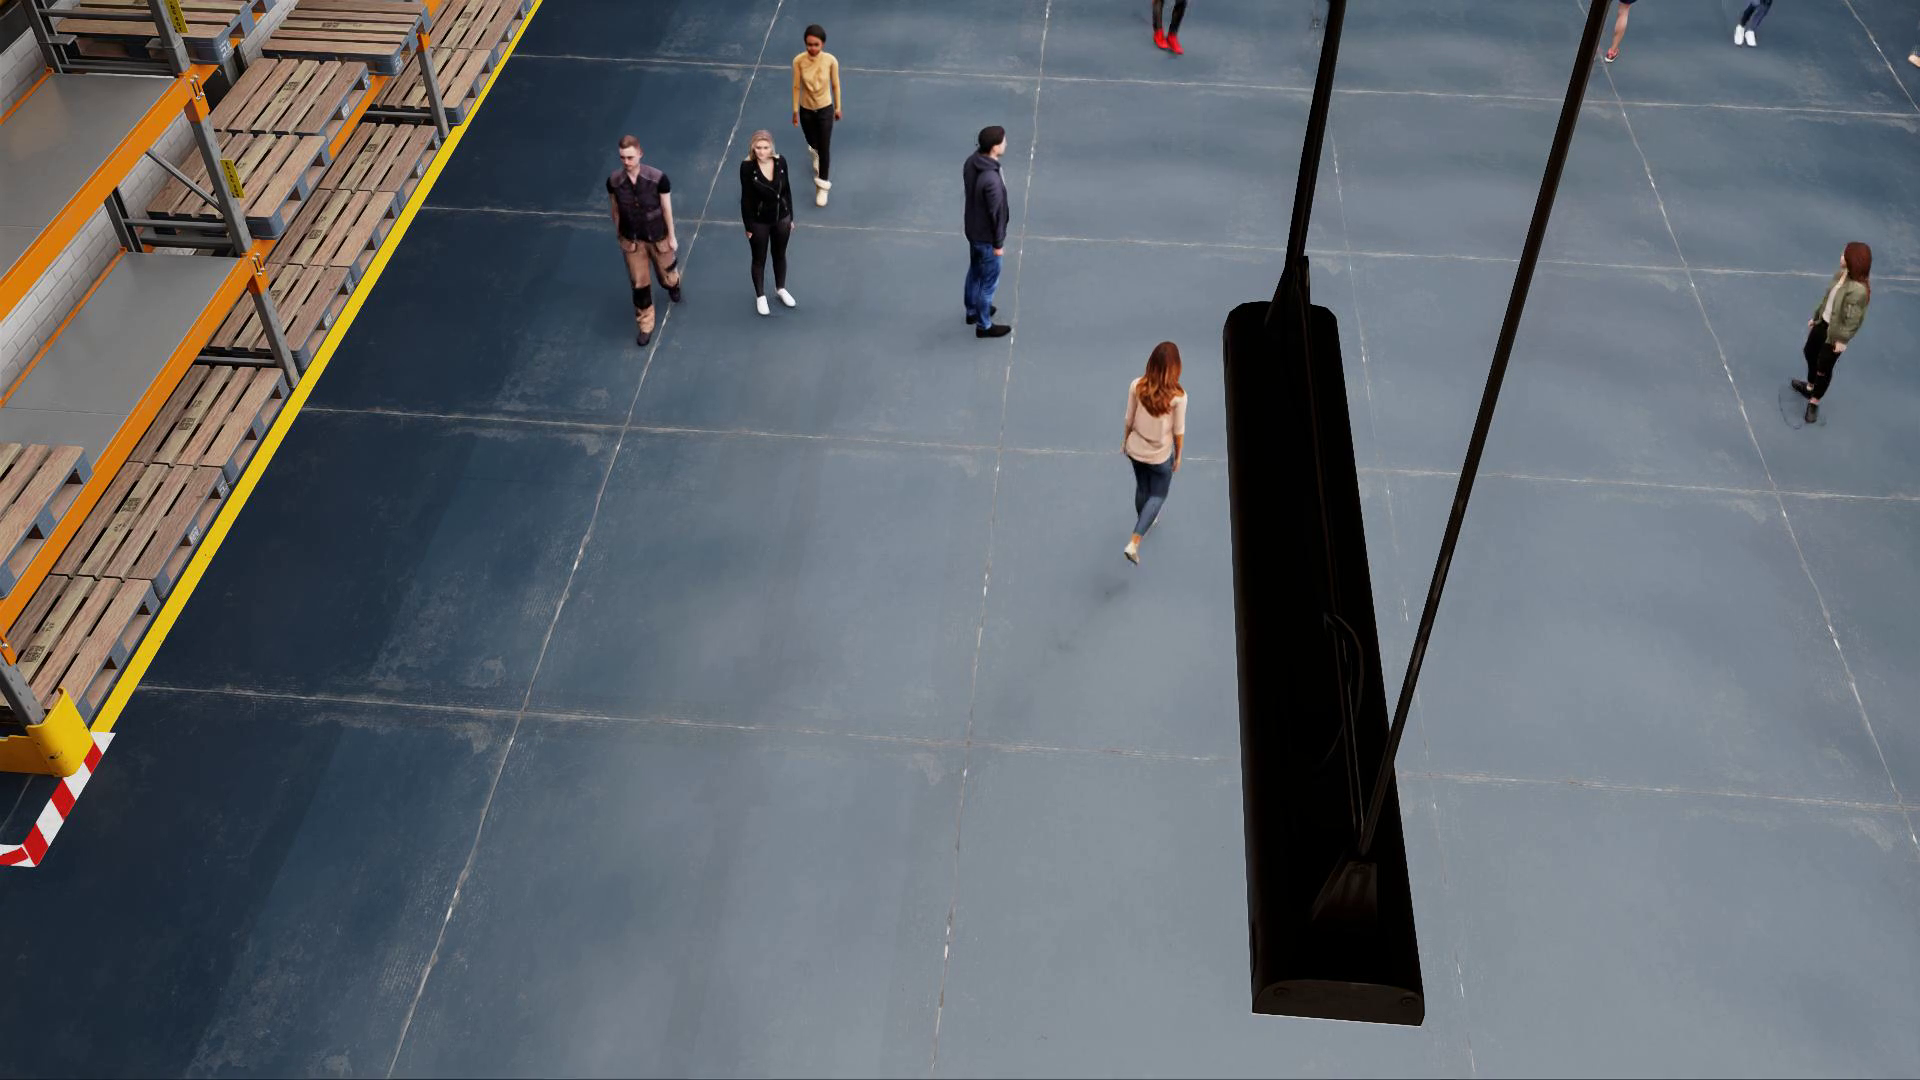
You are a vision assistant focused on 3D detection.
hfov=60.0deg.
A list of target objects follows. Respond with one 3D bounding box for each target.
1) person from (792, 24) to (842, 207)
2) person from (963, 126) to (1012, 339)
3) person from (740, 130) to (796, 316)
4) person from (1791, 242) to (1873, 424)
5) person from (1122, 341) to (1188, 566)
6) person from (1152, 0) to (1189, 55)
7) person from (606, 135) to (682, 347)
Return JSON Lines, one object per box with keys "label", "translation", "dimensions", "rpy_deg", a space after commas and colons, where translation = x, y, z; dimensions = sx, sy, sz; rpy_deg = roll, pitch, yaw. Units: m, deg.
{"label": "person", "translation": [-1.325, -4.000, 15.356], "dimensions": [0.610, 1.629, 1.093], "rpy_deg": [2, 44, 2]}
{"label": "person", "translation": [0.196, -2.524, 13.617], "dimensions": [0.823, 1.890, 0.689], "rpy_deg": [-17, 46, -17]}
{"label": "person", "translation": [-1.605, -2.680, 13.929], "dimensions": [0.693, 1.685, 0.704], "rpy_deg": [-19, 47, -19]}
{"label": "person", "translation": [6.840, -1.604, 12.967], "dimensions": [0.736, 1.454, 0.431], "rpy_deg": [-6, 44, -6]}
{"label": "person", "translation": [1.301, -0.569, 11.650], "dimensions": [0.826, 1.772, 1.041], "rpy_deg": [20, 47, 19]}
{"label": "person", "translation": [2.146, -6.012, 17.352], "dimensions": [0.802, 1.789, 0.856], "rpy_deg": [-14, 45, -14]}
{"label": "person", "translation": [-2.558, -2.535, 13.678], "dimensions": [0.743, 1.822, 0.997], "rpy_deg": [0, 44, 0]}
